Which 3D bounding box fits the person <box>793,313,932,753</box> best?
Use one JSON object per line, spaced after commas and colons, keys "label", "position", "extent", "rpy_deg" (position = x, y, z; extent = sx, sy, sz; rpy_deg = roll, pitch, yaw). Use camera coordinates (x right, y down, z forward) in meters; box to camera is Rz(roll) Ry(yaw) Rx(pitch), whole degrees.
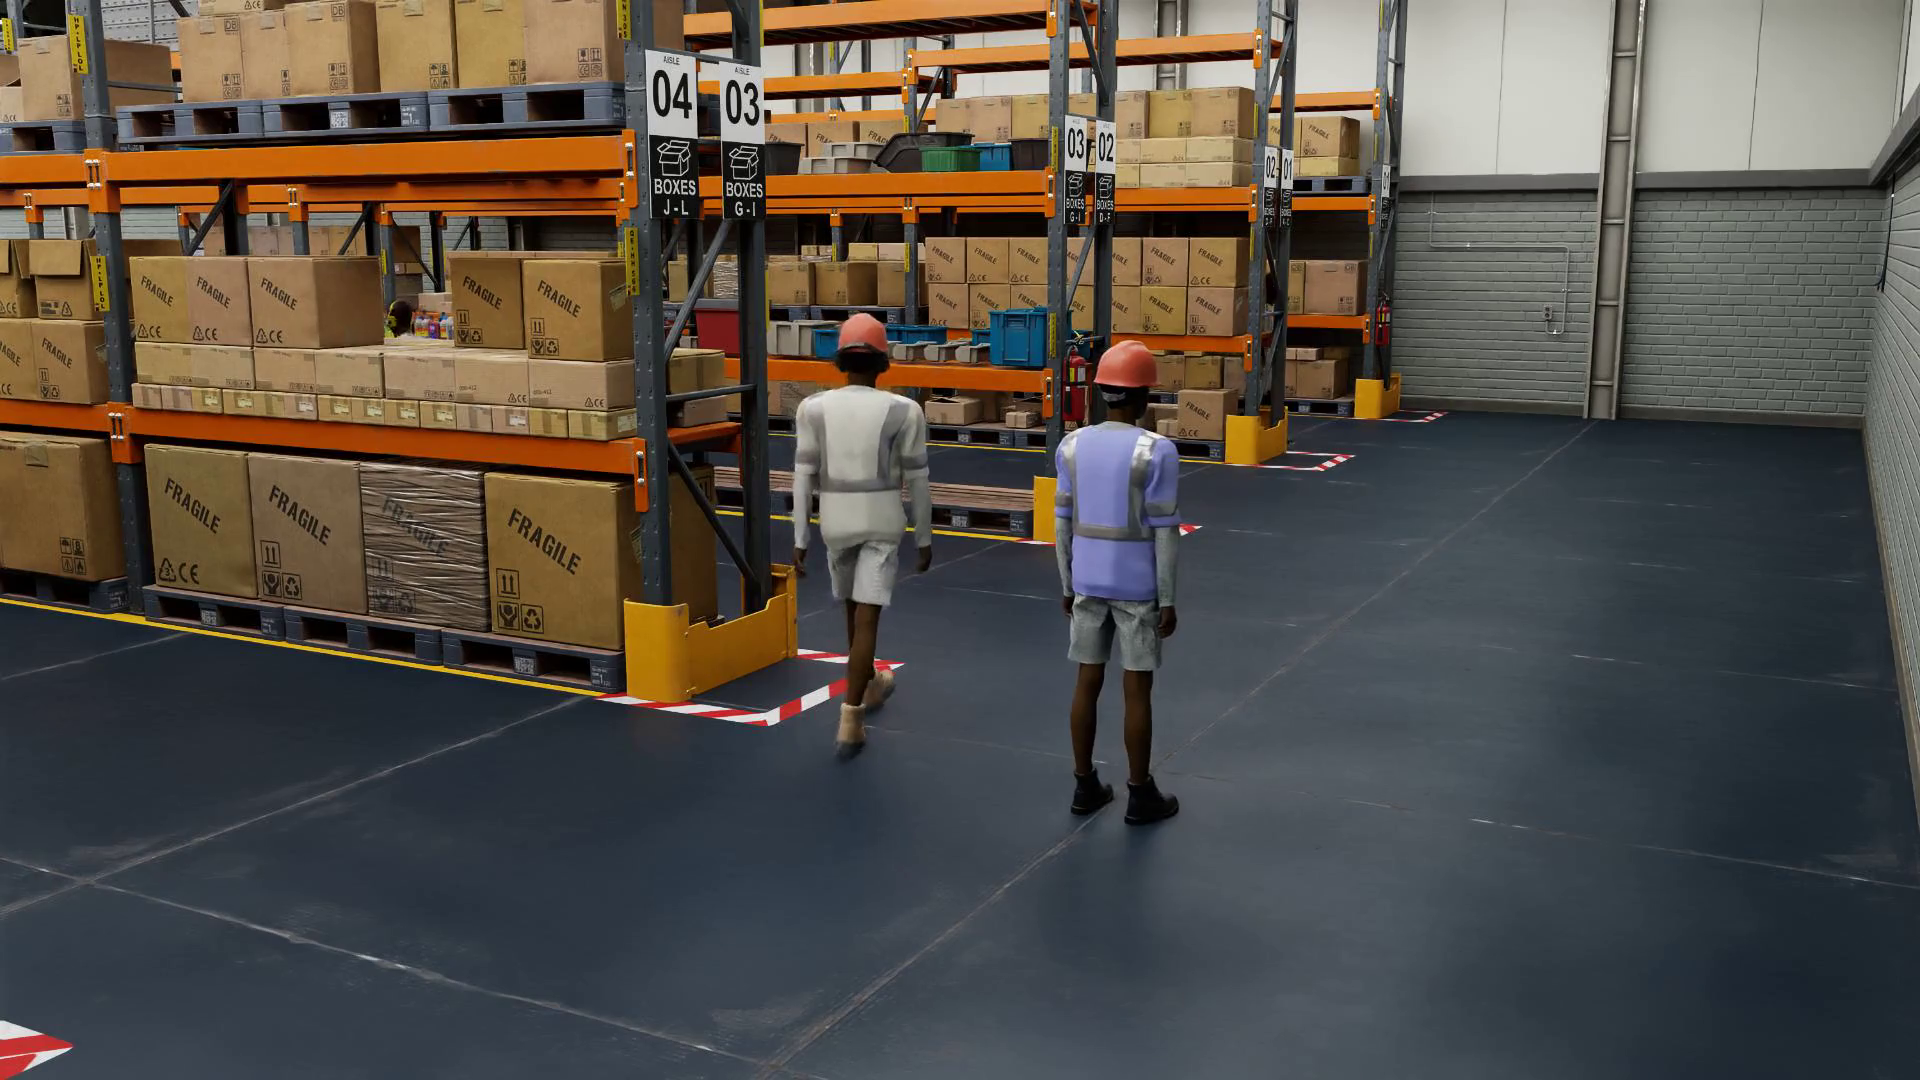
{"label": "person", "position": [-0.447, -0.061, 7.822], "extent": [0.628, 1.987, 1.078], "rpy_deg": [2, 11, 12]}

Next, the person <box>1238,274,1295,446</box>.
{"label": "person", "position": [3.424, -2.031, 18.691], "extent": [0.698, 1.943, 0.618], "rpy_deg": [5, 12, 27]}

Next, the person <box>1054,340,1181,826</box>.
{"label": "person", "position": [0.644, 0.172, 6.687], "extent": [0.548, 1.937, 0.377], "rpy_deg": [7, 13, 34]}

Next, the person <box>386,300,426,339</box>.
{"label": "person", "position": [-4.637, -1.094, 13.958], "extent": [0.989, 1.811, 0.495], "rpy_deg": [5, 12, 26]}
